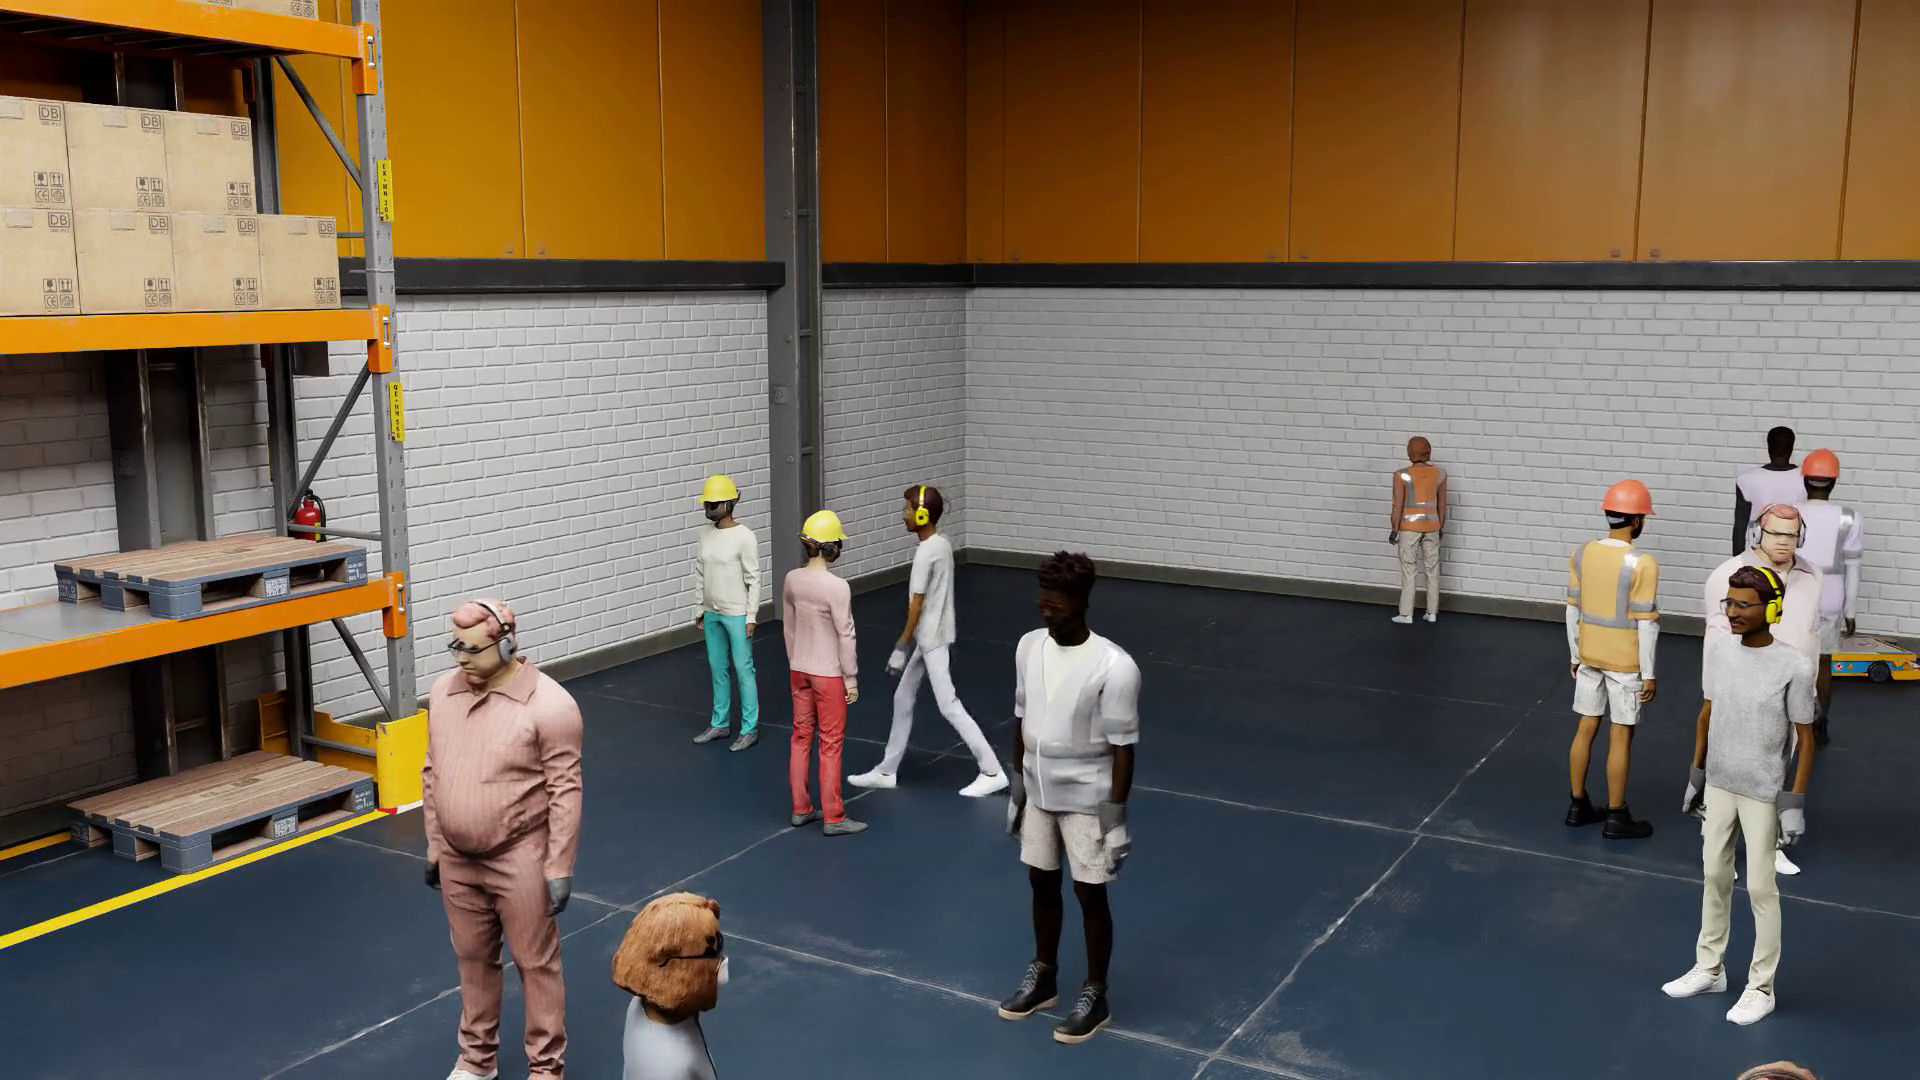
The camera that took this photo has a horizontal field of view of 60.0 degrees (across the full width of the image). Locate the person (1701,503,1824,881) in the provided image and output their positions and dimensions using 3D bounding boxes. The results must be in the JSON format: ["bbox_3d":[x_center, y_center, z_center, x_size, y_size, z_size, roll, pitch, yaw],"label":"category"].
[{"bbox_3d":[4.040,0.755,8.327,0.663,1.903,0.402,-2,9,-12],"label":"person"}]

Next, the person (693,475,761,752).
[{"bbox_3d":[-1.499,0.464,10.579,0.533,1.767,0.326,7,12,38],"label":"person"}]

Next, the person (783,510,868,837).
[{"bbox_3d":[-0.740,0.718,8.999,0.525,1.769,0.316,8,12,42],"label":"person"}]

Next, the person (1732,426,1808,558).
[{"bbox_3d":[6.013,0.119,12.279,0.587,1.914,0.397,4,10,21],"label":"person"}]

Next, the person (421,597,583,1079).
[{"bbox_3d":[-1.667,1.139,5.955,0.636,1.902,0.404,4,10,22],"label":"person"}]

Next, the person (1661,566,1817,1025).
[{"bbox_3d":[3.185,1.024,6.765,0.313,1.869,0.539,-5,10,-28],"label":"person"}]

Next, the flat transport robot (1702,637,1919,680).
[{"bbox_3d":[6.486,0.885,12.602,1.431,0.197,0.652,0,9,1],"label":"flat transport robot"}]

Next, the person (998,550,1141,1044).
[{"bbox_3d":[0.441,1.002,6.604,0.362,1.962,0.640,-9,13,-43],"label":"person"}]

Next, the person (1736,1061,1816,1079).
[{"bbox_3d":[1.506,1.740,3.100,0.515,1.609,0.733,3,10,18],"label":"person"}]

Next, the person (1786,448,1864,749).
[{"bbox_3d":[5.410,0.384,10.582,0.552,1.940,0.414,4,10,25],"label":"person"}]

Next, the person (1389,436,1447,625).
[{"bbox_3d":[3.949,-0.076,14.353,0.515,1.636,0.314,-2,9,-12],"label":"person"}]

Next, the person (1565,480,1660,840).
[{"bbox_3d":[3.540,0.637,8.972,0.368,1.933,0.553,-5,10,-28],"label":"person"}]

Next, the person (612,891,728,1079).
[{"bbox_3d":[-0.659,1.605,3.868,0.266,1.631,0.507,-2,9,-14],"label":"person"}]

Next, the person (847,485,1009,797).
[{"bbox_3d":[-0.161,0.595,9.615,0.962,1.830,0.540,1,9,4],"label":"person"}]
